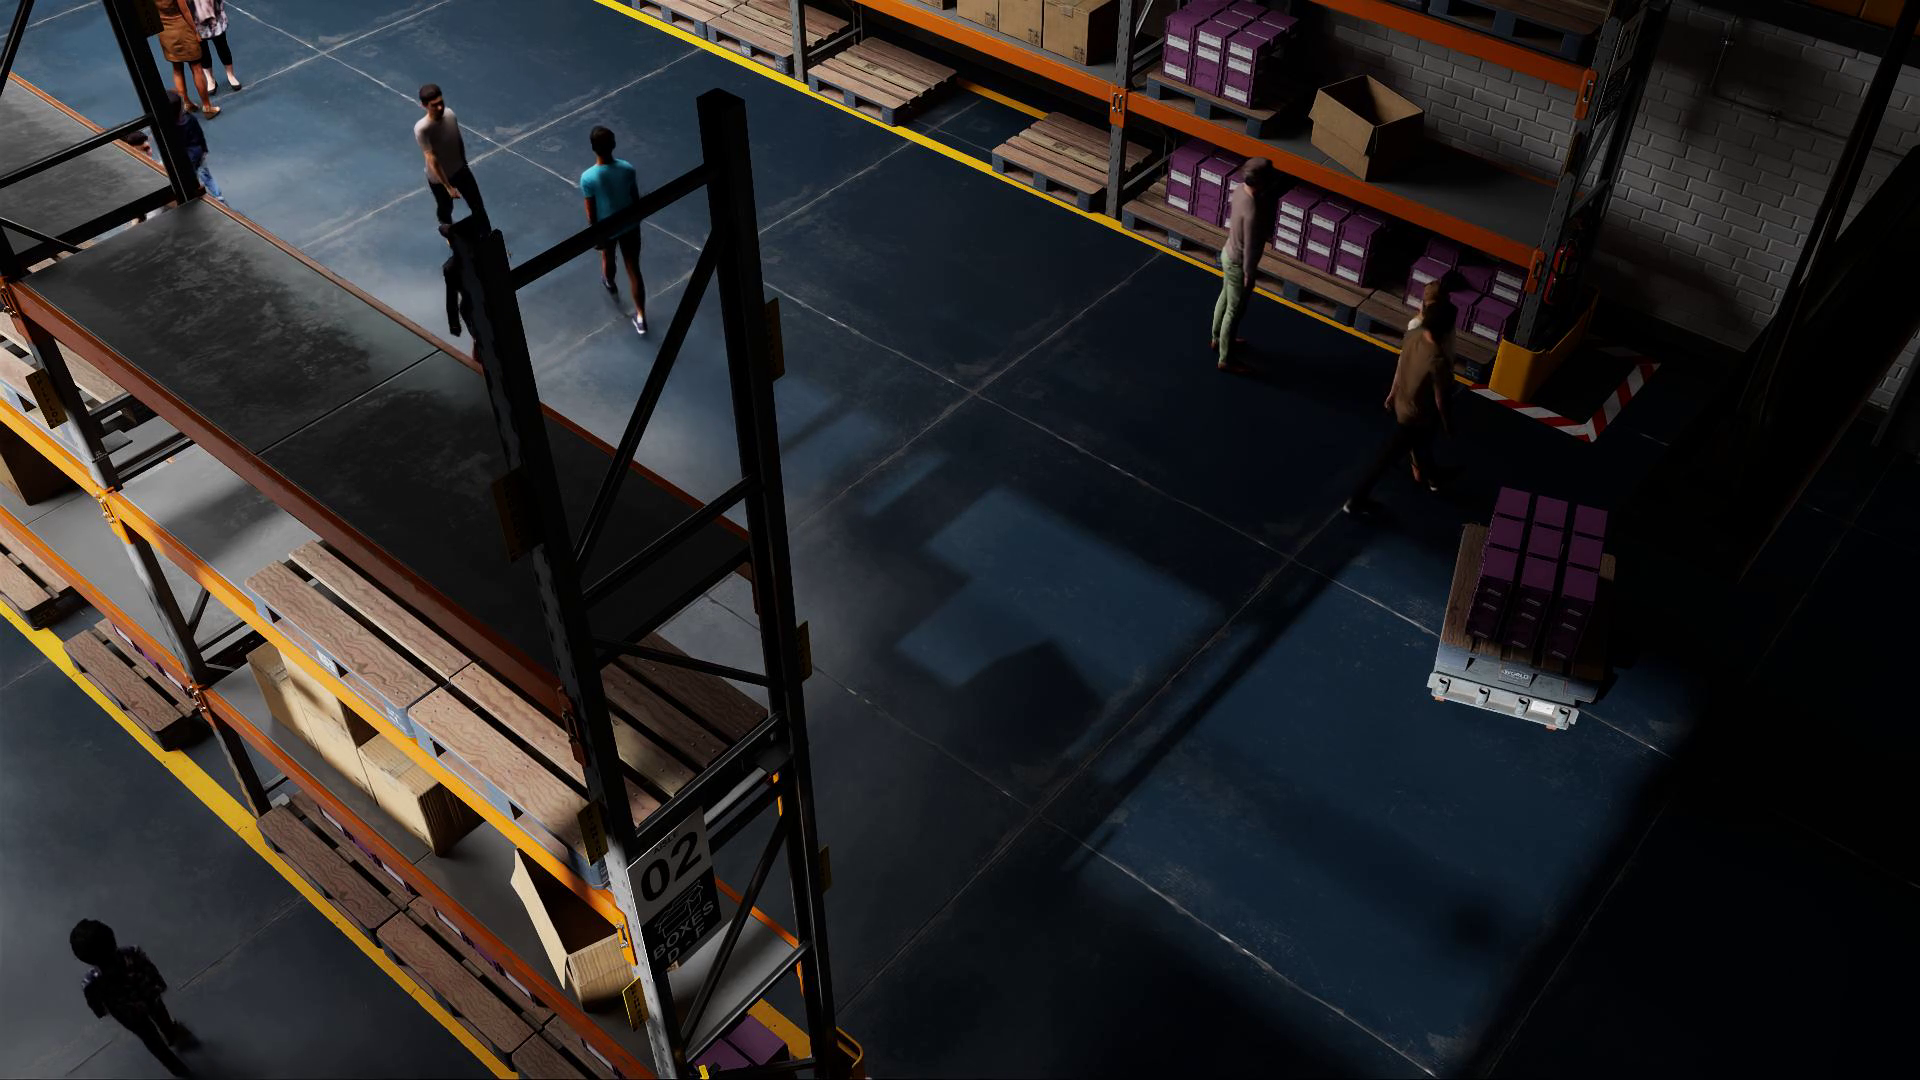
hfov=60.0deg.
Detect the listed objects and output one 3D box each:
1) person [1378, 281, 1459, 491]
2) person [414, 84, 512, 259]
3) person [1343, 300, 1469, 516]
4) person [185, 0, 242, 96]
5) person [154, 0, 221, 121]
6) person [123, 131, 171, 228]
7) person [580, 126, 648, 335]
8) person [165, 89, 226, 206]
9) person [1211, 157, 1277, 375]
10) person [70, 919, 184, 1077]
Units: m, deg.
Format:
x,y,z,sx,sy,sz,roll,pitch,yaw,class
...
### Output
x,y,z,sx,sy,sz,roll,pitch,yaw,class
3.327,-1.137,12.136,0.747,1.824,0.778,-34,53,-30,person
-4.491,-3.209,14.410,0.905,1.687,0.603,29,50,27,person
3.146,-0.883,11.890,1.232,1.794,1.259,-8,44,-8,person
-7.576,-5.267,16.608,0.731,1.635,0.754,-18,46,-18,person
-7.629,-4.924,16.213,0.593,1.683,0.698,7,44,8,person
-6.460,-2.497,13.550,0.802,1.843,1.246,-32,52,-29,person
-2.767,-2.491,13.629,0.966,1.725,1.215,-17,46,-17,person
-6.941,-3.484,15.046,0.575,1.207,0.847,-33,53,-30,person
2.238,-2.210,13.227,0.814,1.872,0.766,-2,44,-2,person
-4.354,2.451,8.793,0.605,1.241,0.511,32,52,29,person
